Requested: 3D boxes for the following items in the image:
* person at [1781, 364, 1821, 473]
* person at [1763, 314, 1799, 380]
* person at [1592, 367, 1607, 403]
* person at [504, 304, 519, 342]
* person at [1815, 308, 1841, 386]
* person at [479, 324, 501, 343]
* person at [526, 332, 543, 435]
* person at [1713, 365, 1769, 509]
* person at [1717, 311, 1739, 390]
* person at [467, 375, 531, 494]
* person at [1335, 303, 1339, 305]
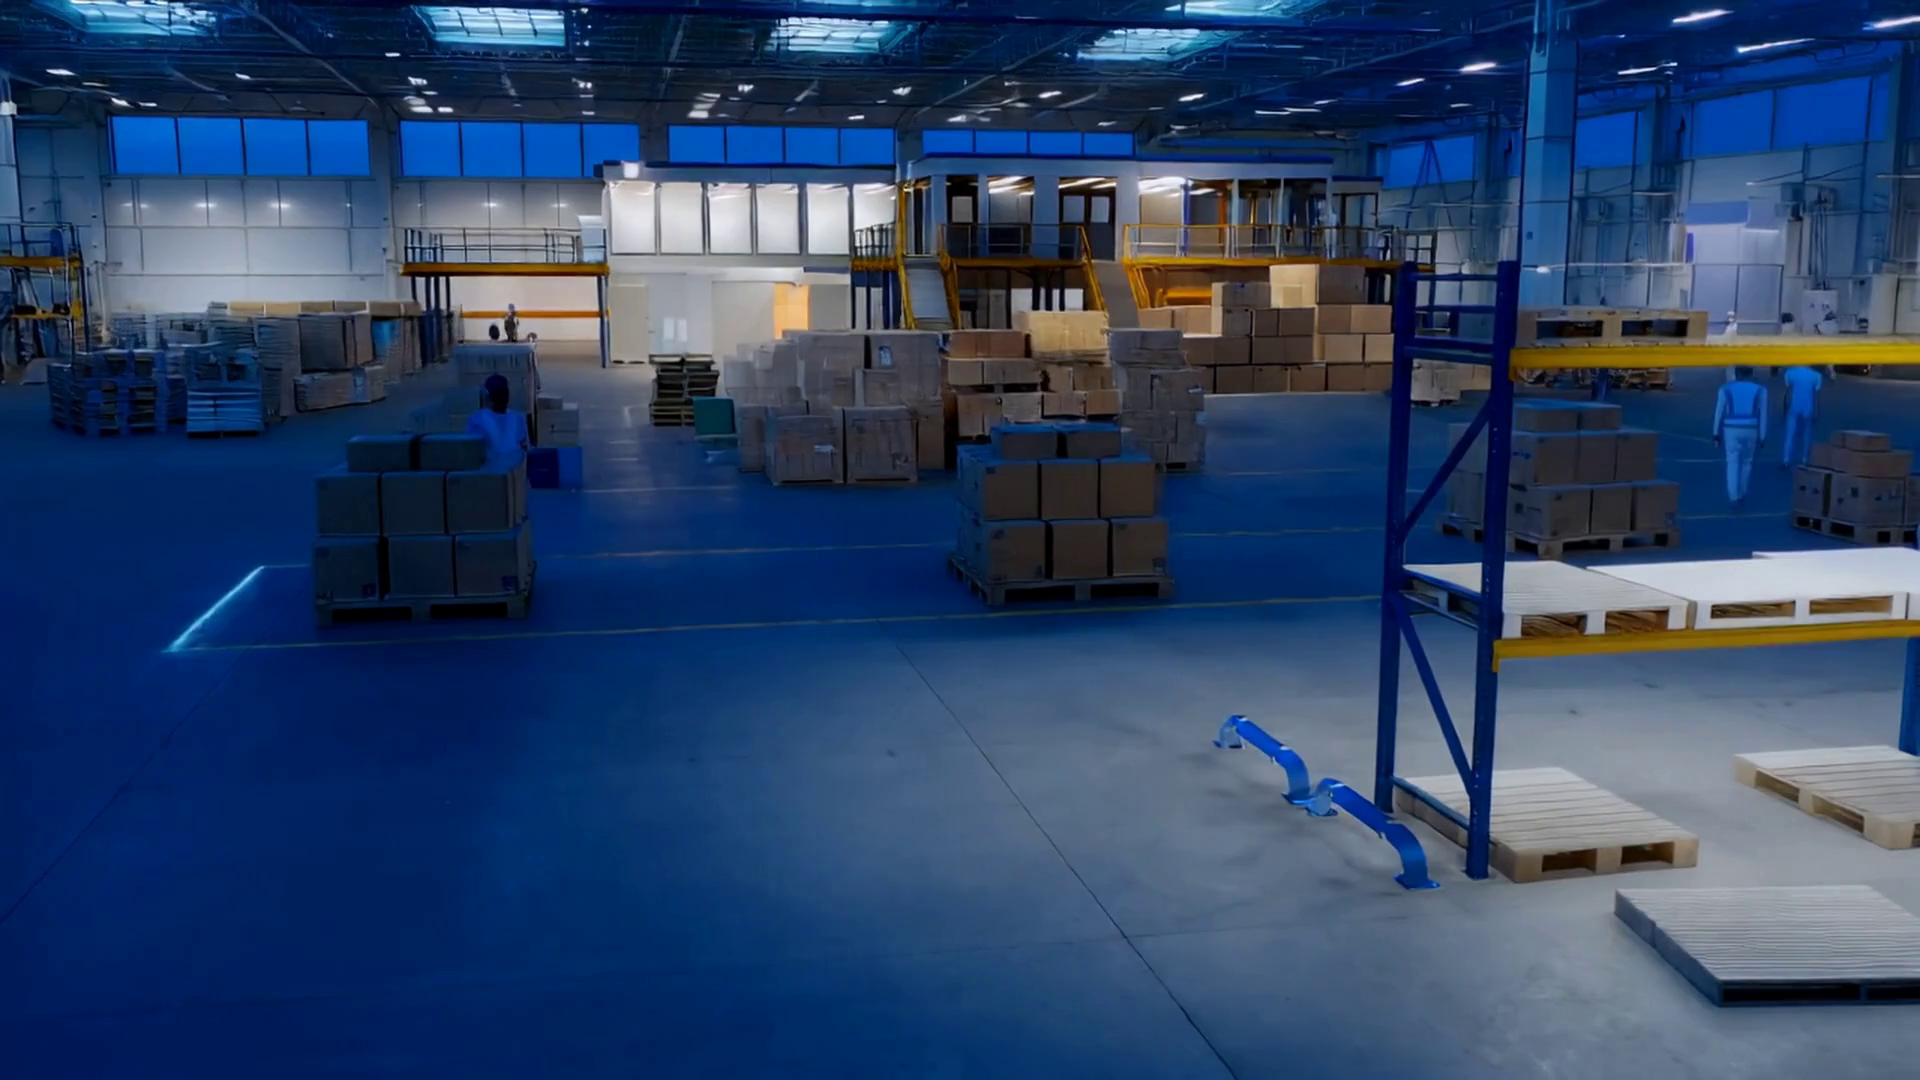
[{"bbox_3d":[12.293,-1.899,24.372,0.522,1.844,0.800,7,12,37],"label":"person"},{"bbox_3d":[21.675,-5.042,43.662,0.656,1.786,0.893,-5,11,-30],"label":"person"},{"bbox_3d":[13.734,-3.769,35.747,0.429,1.846,0.633,6,11,34],"label":"person"},{"bbox_3d":[-14.923,-6.949,55.312,0.530,1.801,0.981,0,9,-3],"label":"person"},{"bbox_3d":[21.877,-4.849,41.936,0.623,1.975,0.692,1,9,7],"label":"person"},{"bbox_3d":[-8.988,-3.214,32.180,0.633,1.898,0.577,2,9,10],"label":"person"},{"bbox_3d":[-7.631,-2.797,29.795,0.363,1.859,0.520,-7,12,-36],"label":"person"},{"bbox_3d":[9.807,-1.331,20.929,0.601,1.830,0.977,4,10,23],"label":"person"},{"bbox_3d":[18.648,-4.571,40.328,0.405,1.943,0.613,2,9,10],"label":"person"},{"bbox_3d":[-4.492,-0.633,16.257,0.613,1.965,0.361,-7,12,-38],"label":"person"},{"bbox_3d":[12.128,-6.714,53.672,0.602,1.846,0.906,-2,9,-10],"label":"person"}]
